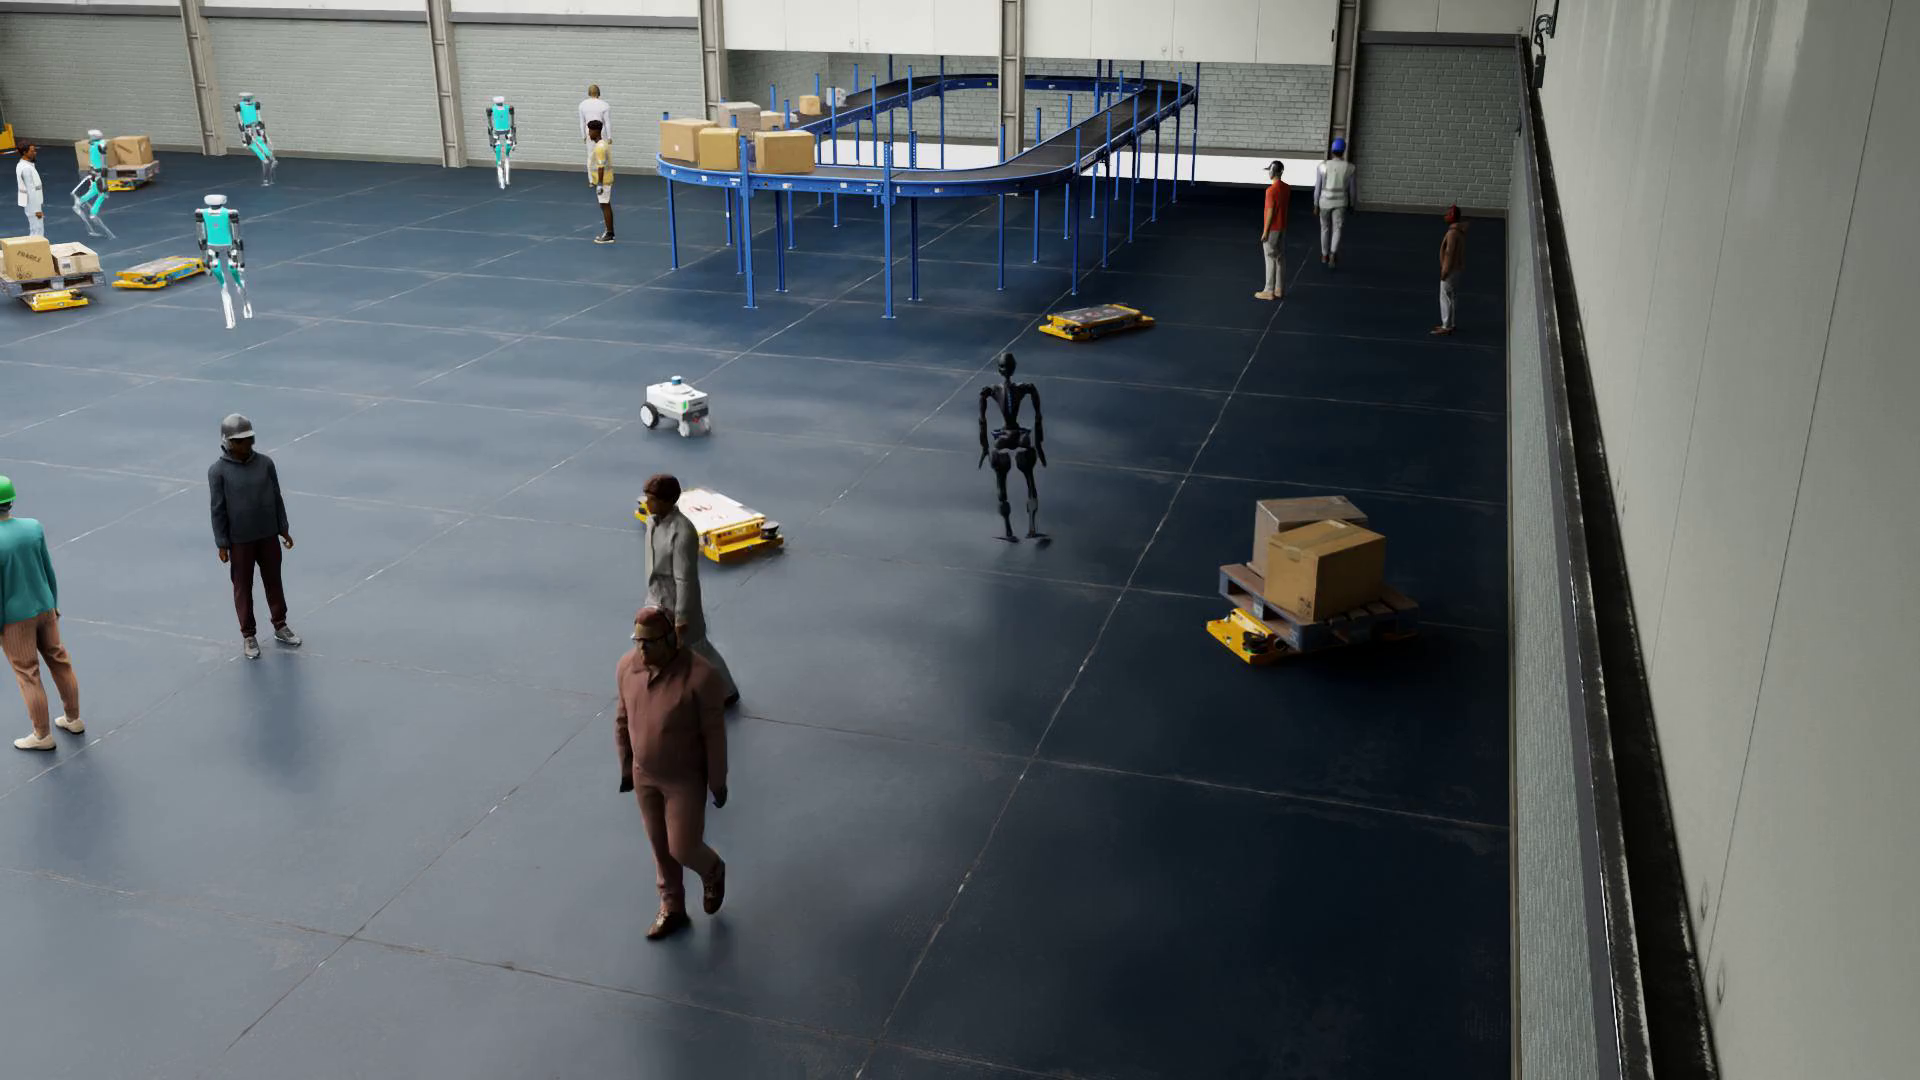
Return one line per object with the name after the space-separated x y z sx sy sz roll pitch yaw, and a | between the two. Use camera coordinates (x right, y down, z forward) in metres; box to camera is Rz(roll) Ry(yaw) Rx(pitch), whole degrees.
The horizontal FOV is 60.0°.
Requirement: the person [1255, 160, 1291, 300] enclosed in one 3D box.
4.327 -4.302 23.058 0.416 1.909 0.480 20 29 41 | person

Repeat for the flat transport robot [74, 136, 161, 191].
-16.219 -6.947 32.196 0.659 0.231 1.431 -3 21 -8 | flat transport robot

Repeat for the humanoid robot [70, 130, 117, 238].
-14.147 -5.710 26.973 0.585 1.787 0.784 19 28 40 | humanoid robot

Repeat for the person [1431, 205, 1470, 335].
6.255 -3.428 21.155 0.313 1.643 0.480 11 23 26 | person

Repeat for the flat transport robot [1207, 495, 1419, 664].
2.647 0.630 12.544 1.431 0.231 0.659 -8 22 -19 | flat transport robot

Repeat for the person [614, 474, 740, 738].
-1.881 0.407 11.021 0.948 1.786 0.524 -19 28 -40 | person

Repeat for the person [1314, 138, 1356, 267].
5.643 -5.076 25.068 0.622 1.916 0.891 6 22 14 | person

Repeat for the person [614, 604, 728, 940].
-1.532 1.218 8.756 0.670 1.893 0.452 10 23 24 | person

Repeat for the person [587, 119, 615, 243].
-5.785 -5.801 26.880 0.373 1.959 0.602 -3 21 -7 | person

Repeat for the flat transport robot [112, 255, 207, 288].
-11.659 -3.914 24.329 0.659 0.231 1.431 4 21 10 | flat transport robot

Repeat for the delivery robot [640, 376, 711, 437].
-2.978 -1.415 17.474 0.809 0.611 0.499 20 28 41 | delivery robot

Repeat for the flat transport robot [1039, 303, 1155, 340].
1.778 -2.820 21.493 1.431 0.231 0.659 -15 26 -34 | flat transport robot

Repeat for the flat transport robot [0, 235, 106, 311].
-12.594 -3.433 23.083 0.659 0.231 1.431 -16 26 -36 | flat transport robot

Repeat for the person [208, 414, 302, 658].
-5.176 -0.050 12.157 0.540 1.816 0.366 -19 28 -41 | person

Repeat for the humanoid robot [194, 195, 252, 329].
-9.502 -3.641 21.626 0.558 1.794 0.935 -4 21 -10 | humanoid robot

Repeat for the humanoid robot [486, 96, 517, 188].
-8.827 -7.615 31.996 0.538 1.852 0.780 -10 23 -24 | humanoid robot

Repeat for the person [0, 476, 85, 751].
-6.051 0.469 10.731 0.363 1.875 0.516 9 23 22 | person

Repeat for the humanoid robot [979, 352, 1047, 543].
0.460 -0.781 14.251 0.593 1.644 0.420 -1 21 -3 | humanoid robot

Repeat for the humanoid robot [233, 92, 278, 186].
-13.538 -7.710 32.192 0.782 1.821 0.544 14 25 32 | humanoid robot

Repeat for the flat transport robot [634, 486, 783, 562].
-2.219 -0.156 14.582 0.659 0.231 1.431 -17 27 -36 | flat transport robot

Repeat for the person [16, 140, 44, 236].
-13.820 -4.983 24.810 0.399 1.920 0.588 -12 24 -28 | person

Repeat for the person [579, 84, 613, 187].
-7.009 -7.792 32.092 0.623 1.931 0.375 3 21 7 | person
